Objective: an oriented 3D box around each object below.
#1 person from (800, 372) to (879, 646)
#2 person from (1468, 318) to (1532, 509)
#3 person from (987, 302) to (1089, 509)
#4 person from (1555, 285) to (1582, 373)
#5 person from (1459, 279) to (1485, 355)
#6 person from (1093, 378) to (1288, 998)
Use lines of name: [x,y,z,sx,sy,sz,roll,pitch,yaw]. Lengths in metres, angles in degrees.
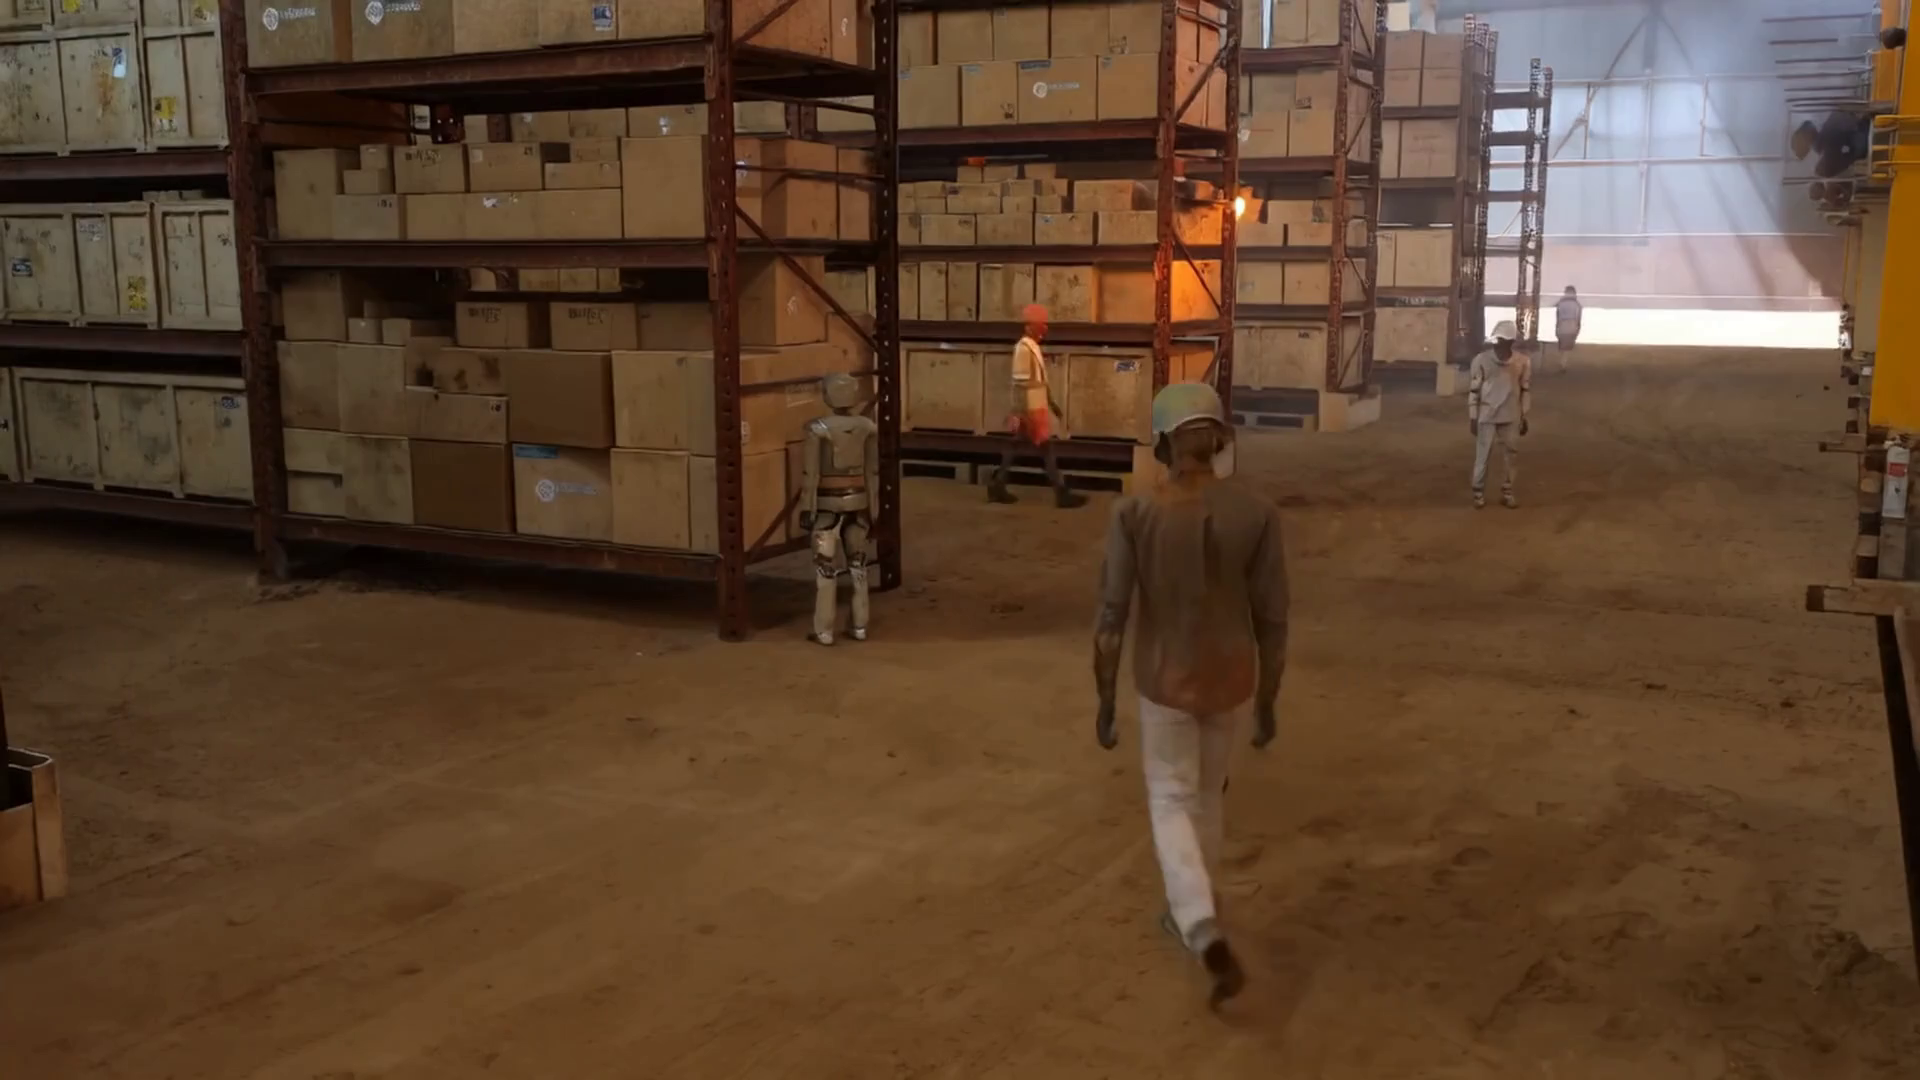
person: [-0.708,-0.182,9.920,0.525,1.632,0.314,-6,12,-33]
person: [4.922,-1.145,15.162,0.566,1.744,0.350,0,10,0]
person: [0.680,-1.233,15.271,0.996,1.890,0.546,3,10,15]
person: [11.760,-4.075,32.188,0.486,1.718,0.690,4,11,21]
person: [9.812,-4.043,31.616,0.759,1.869,0.661,5,11,26]
person: [0.750,0.476,5.247,0.622,1.945,0.852,-1,10,-7]
